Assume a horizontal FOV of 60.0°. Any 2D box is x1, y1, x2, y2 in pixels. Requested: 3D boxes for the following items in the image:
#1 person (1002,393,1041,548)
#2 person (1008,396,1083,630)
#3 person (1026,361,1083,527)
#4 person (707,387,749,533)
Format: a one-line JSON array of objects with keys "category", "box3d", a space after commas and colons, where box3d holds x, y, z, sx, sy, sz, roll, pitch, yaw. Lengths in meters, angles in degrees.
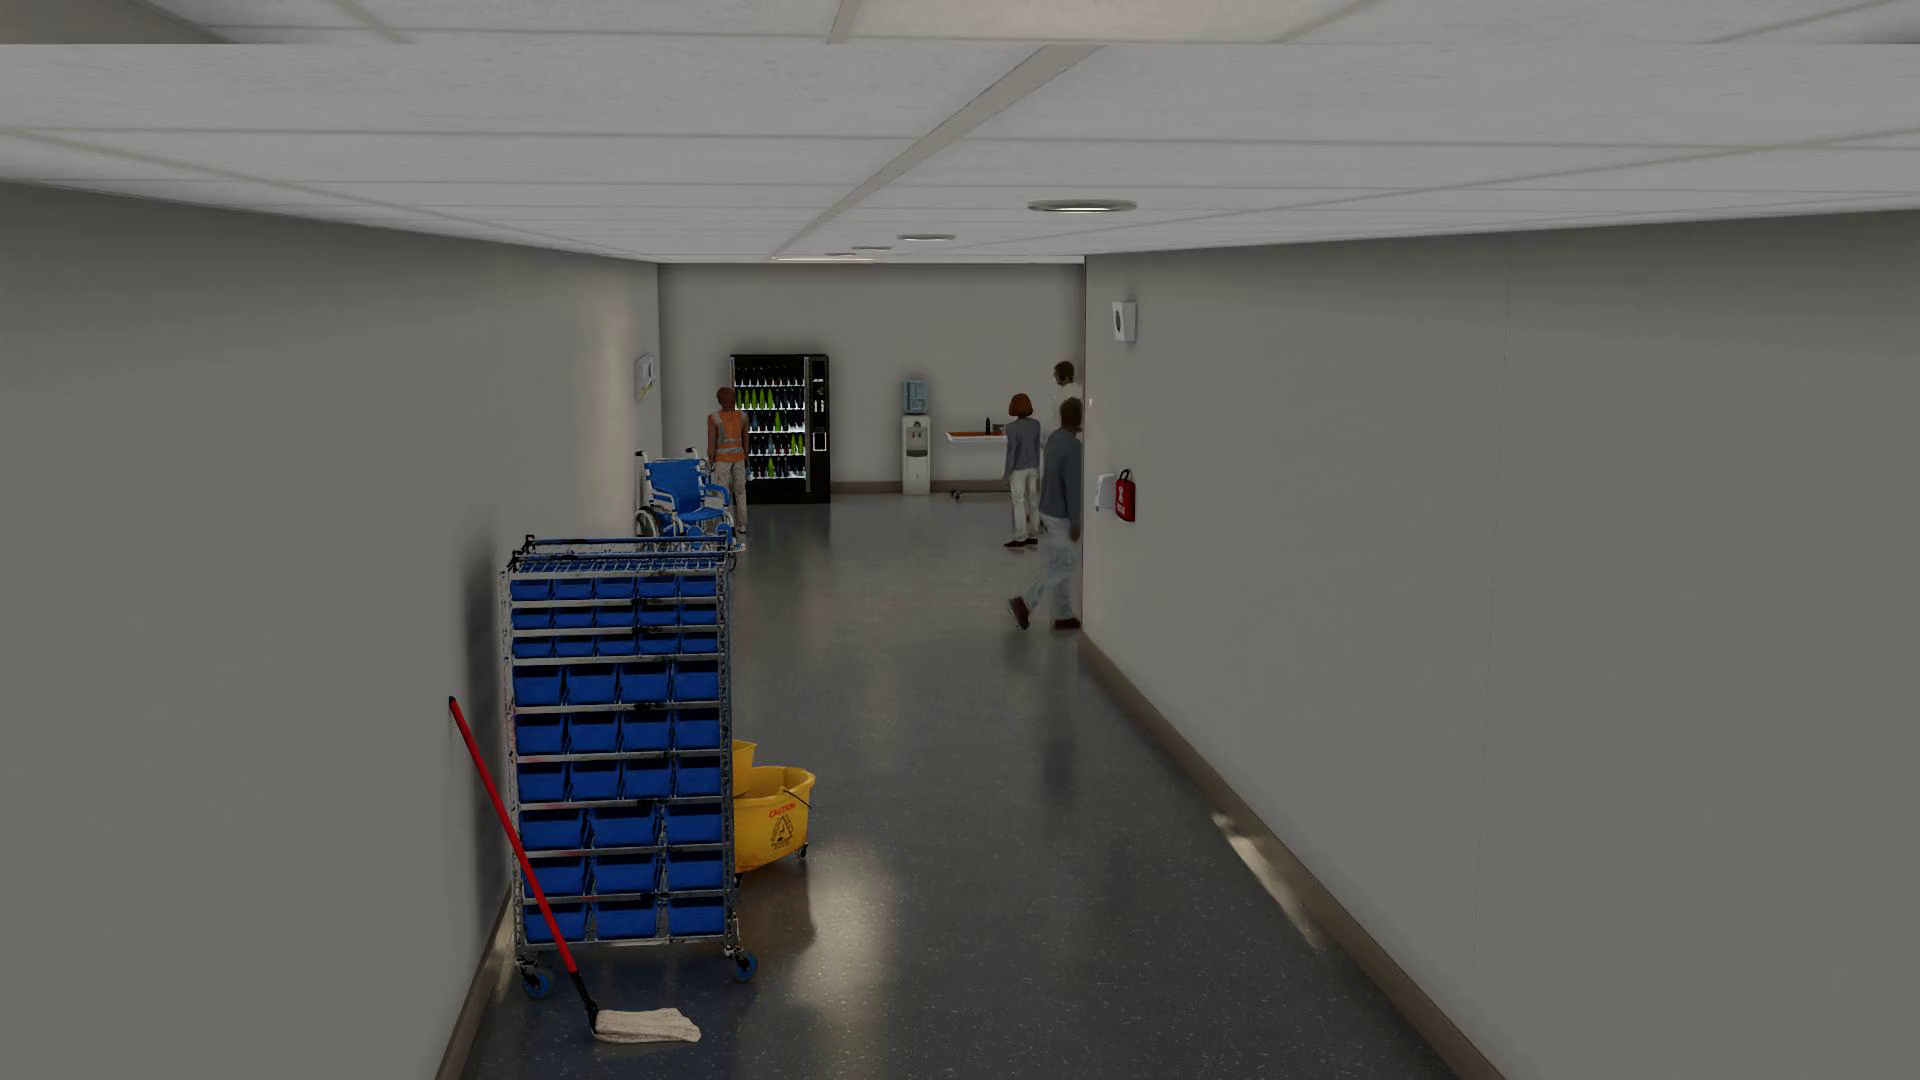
[{"category": "person", "box3d": [0.651, -0.727, 17.524, 0.498, 1.634, 0.278, -9, 13, -44]}, {"category": "person", "box3d": [0.721, -0.188, 13.278, 0.684, 1.922, 0.643, -3, 9, -15]}, {"category": "person", "box3d": [1.137, -1.079, 18.894, 0.929, 1.899, 0.643, 7, 11, 37]}, {"category": "person", "box3d": [-2.559, -0.868, 18.389, 0.514, 1.641, 0.309, -7, 11, -36]}]
